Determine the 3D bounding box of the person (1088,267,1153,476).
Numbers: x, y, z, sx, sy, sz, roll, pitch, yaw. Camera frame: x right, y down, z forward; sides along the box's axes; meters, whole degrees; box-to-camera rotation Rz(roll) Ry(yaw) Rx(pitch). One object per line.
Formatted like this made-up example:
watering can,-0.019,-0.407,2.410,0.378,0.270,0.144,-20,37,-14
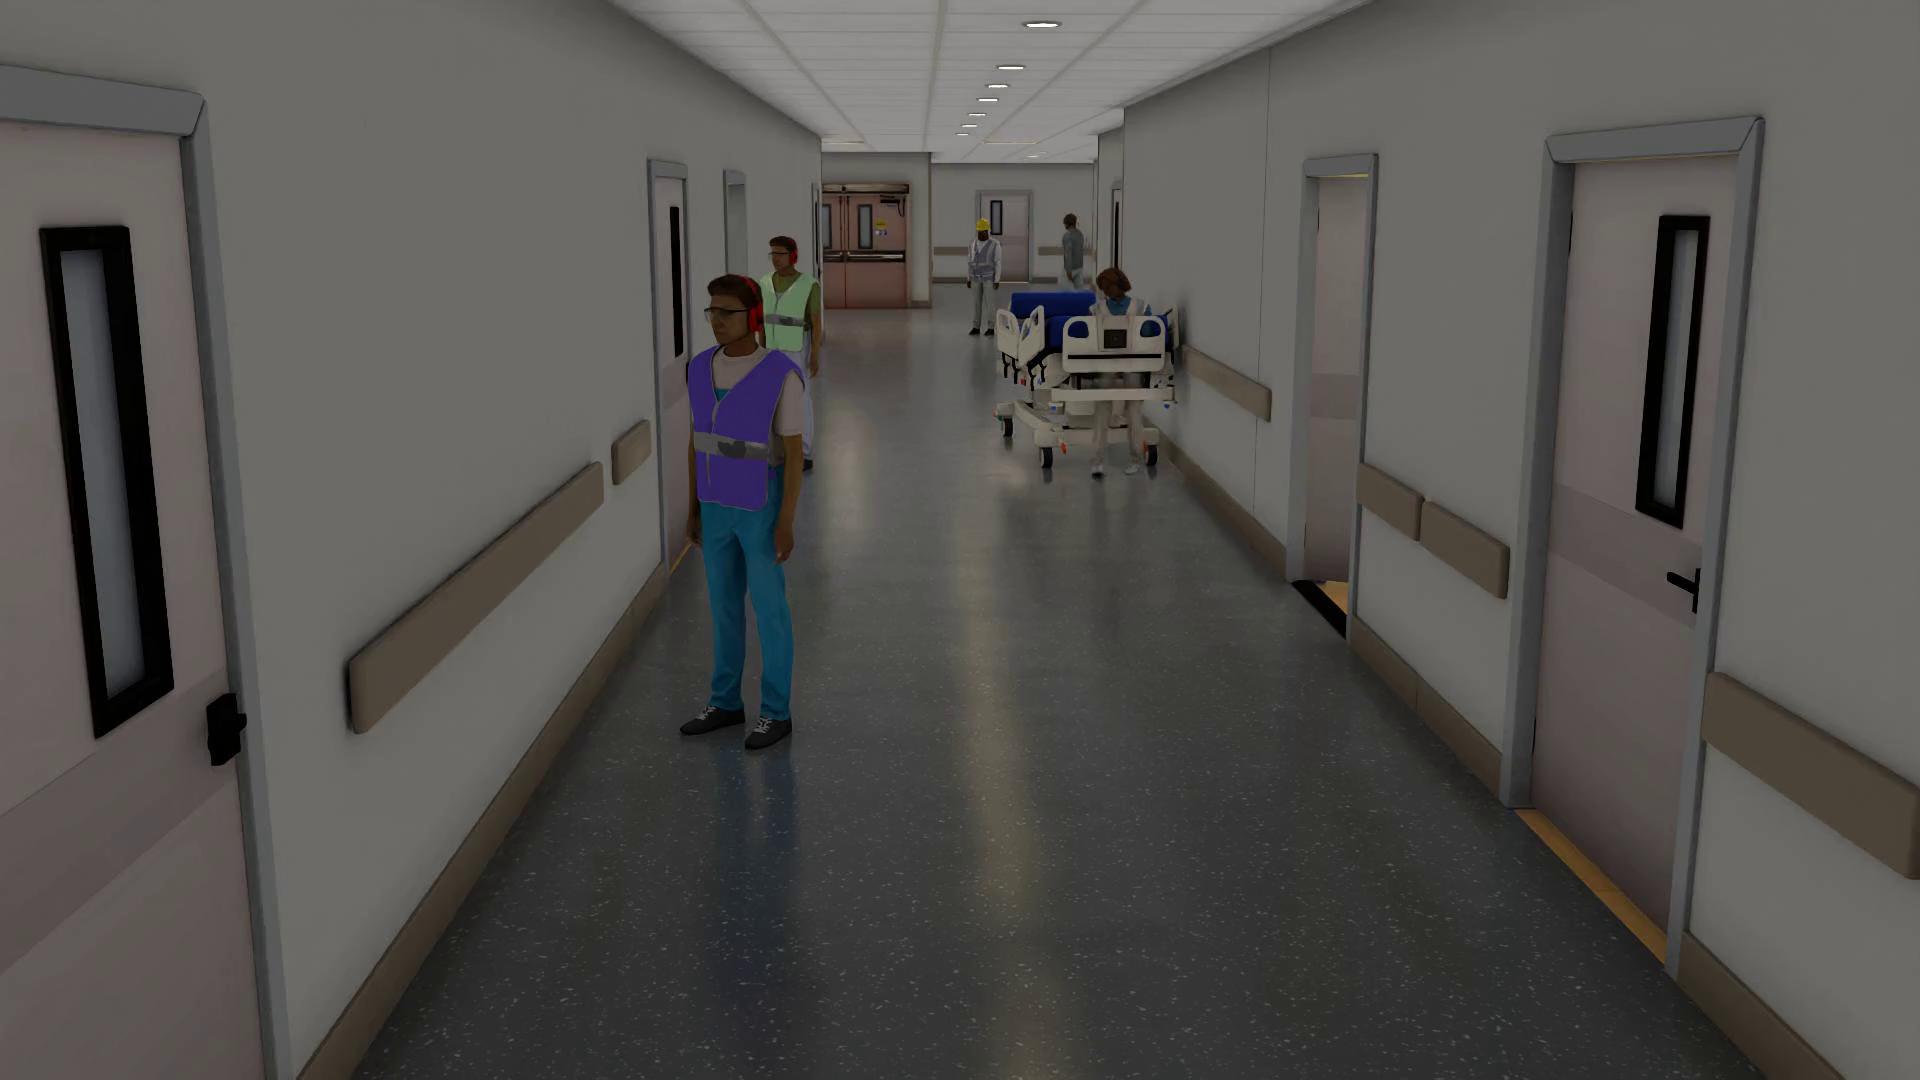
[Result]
person,1.227,-1.297,12.866,0.524,1.619,0.481,2,12,11

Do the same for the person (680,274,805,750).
person,-0.843,-0.115,6.532,0.564,1.848,0.390,8,14,33

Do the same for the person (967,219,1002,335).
person,0.366,-4.130,26.164,0.590,1.824,0.403,6,13,28

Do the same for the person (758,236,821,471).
person,-1.344,-1.468,13.131,0.570,1.843,0.372,7,13,29
